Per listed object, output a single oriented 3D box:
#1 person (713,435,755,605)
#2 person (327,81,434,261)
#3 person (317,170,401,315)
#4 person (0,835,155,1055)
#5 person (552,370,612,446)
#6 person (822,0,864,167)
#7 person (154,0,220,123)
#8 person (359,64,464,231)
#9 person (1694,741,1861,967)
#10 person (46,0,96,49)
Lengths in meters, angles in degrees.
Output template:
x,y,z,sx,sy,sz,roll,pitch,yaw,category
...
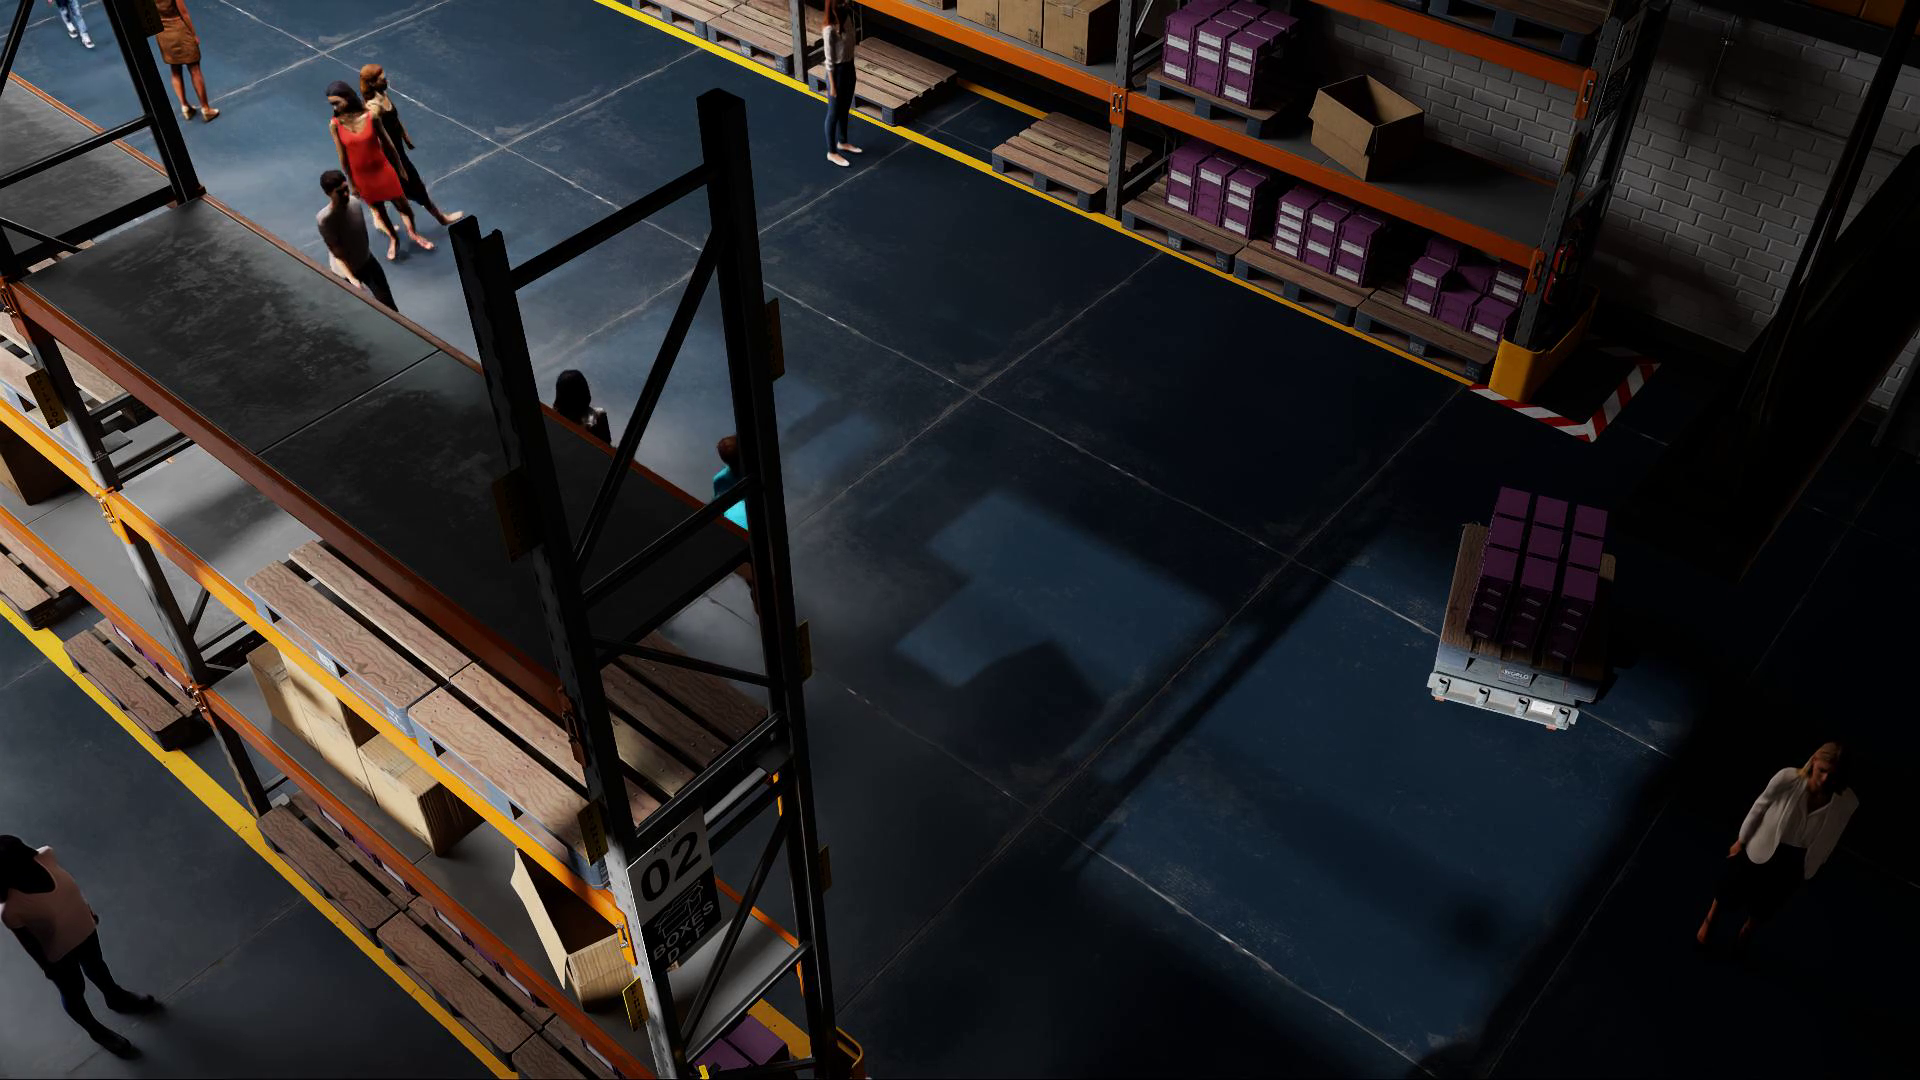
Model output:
x,y,z,sx,sy,sz,roll,pitch,yaw,category
-1.519,-0.187,11.428,0.700,1.425,0.985,-26,49,-24,person
-5.041,-3.155,14.356,0.797,1.683,0.763,-23,48,-23,person
-4.946,-2.230,13.388,1.120,1.680,0.684,22,48,22,person
-4.762,2.116,8.822,0.699,1.685,0.681,5,44,5,person
-2.525,-0.356,11.387,0.699,1.727,0.845,-33,53,-30,person
-1.128,-4.374,15.603,0.560,1.728,0.613,20,47,20,person
-7.632,-4.893,16.181,0.604,1.683,0.701,6,44,6,person
-5.146,-3.426,14.712,1.070,1.586,1.041,-4,44,-5,person
4.480,1.728,9.105,0.567,1.857,0.743,16,46,16,person
-9.480,-5.830,17.512,0.642,1.203,0.883,-27,50,-25,person
